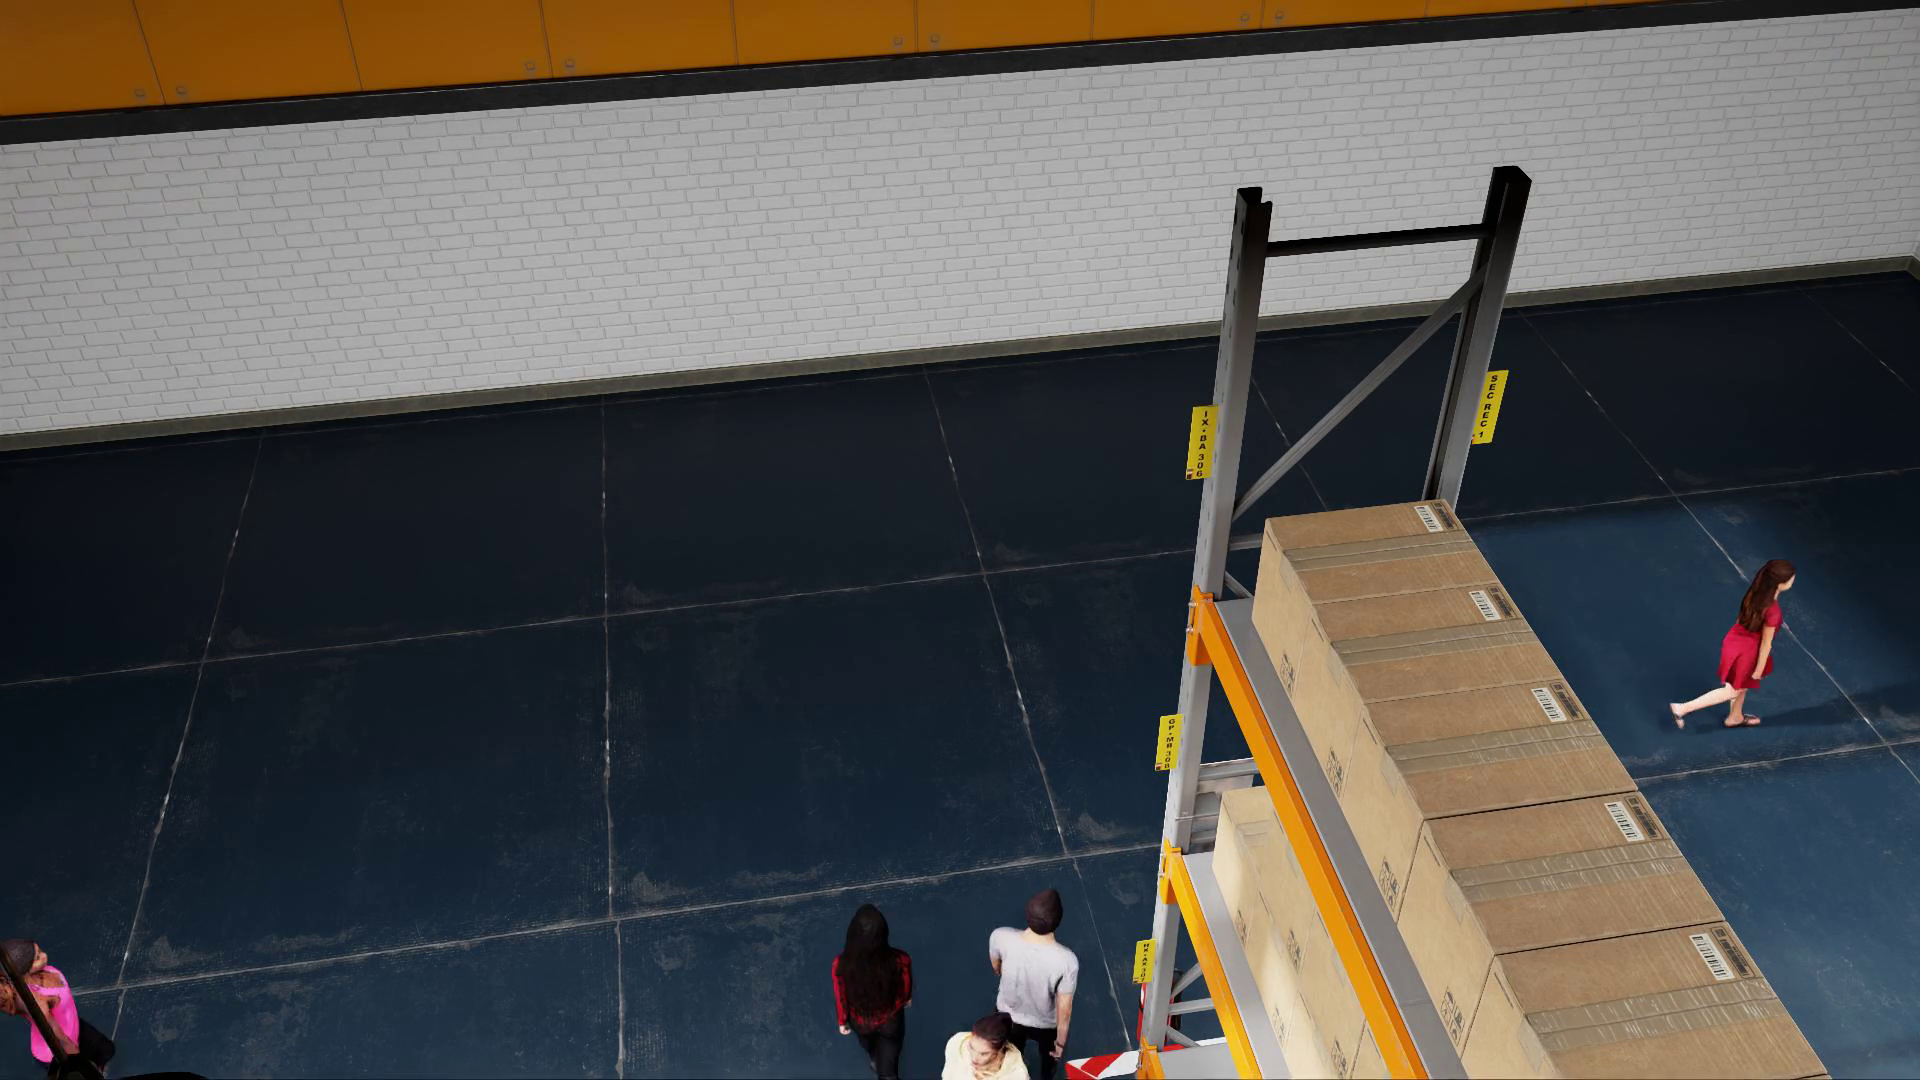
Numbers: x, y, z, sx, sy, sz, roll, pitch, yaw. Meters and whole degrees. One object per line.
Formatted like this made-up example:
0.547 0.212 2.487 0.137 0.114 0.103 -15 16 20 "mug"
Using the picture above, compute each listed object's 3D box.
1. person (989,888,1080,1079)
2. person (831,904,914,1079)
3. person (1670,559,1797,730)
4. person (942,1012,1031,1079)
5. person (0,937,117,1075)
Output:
0.326 2.633 8.943 0.998 1.822 1.287 10 40 12 "person"
-0.439 2.681 9.050 0.662 1.615 1.095 -2 39 -3 "person"
5.383 0.757 11.523 0.680 1.534 0.921 -2 39 -2 "person"
0.162 2.941 8.734 1.075 1.602 1.157 22 44 25 "person"
-4.901 2.734 8.904 0.730 1.713 0.642 -21 43 -24 "person"
